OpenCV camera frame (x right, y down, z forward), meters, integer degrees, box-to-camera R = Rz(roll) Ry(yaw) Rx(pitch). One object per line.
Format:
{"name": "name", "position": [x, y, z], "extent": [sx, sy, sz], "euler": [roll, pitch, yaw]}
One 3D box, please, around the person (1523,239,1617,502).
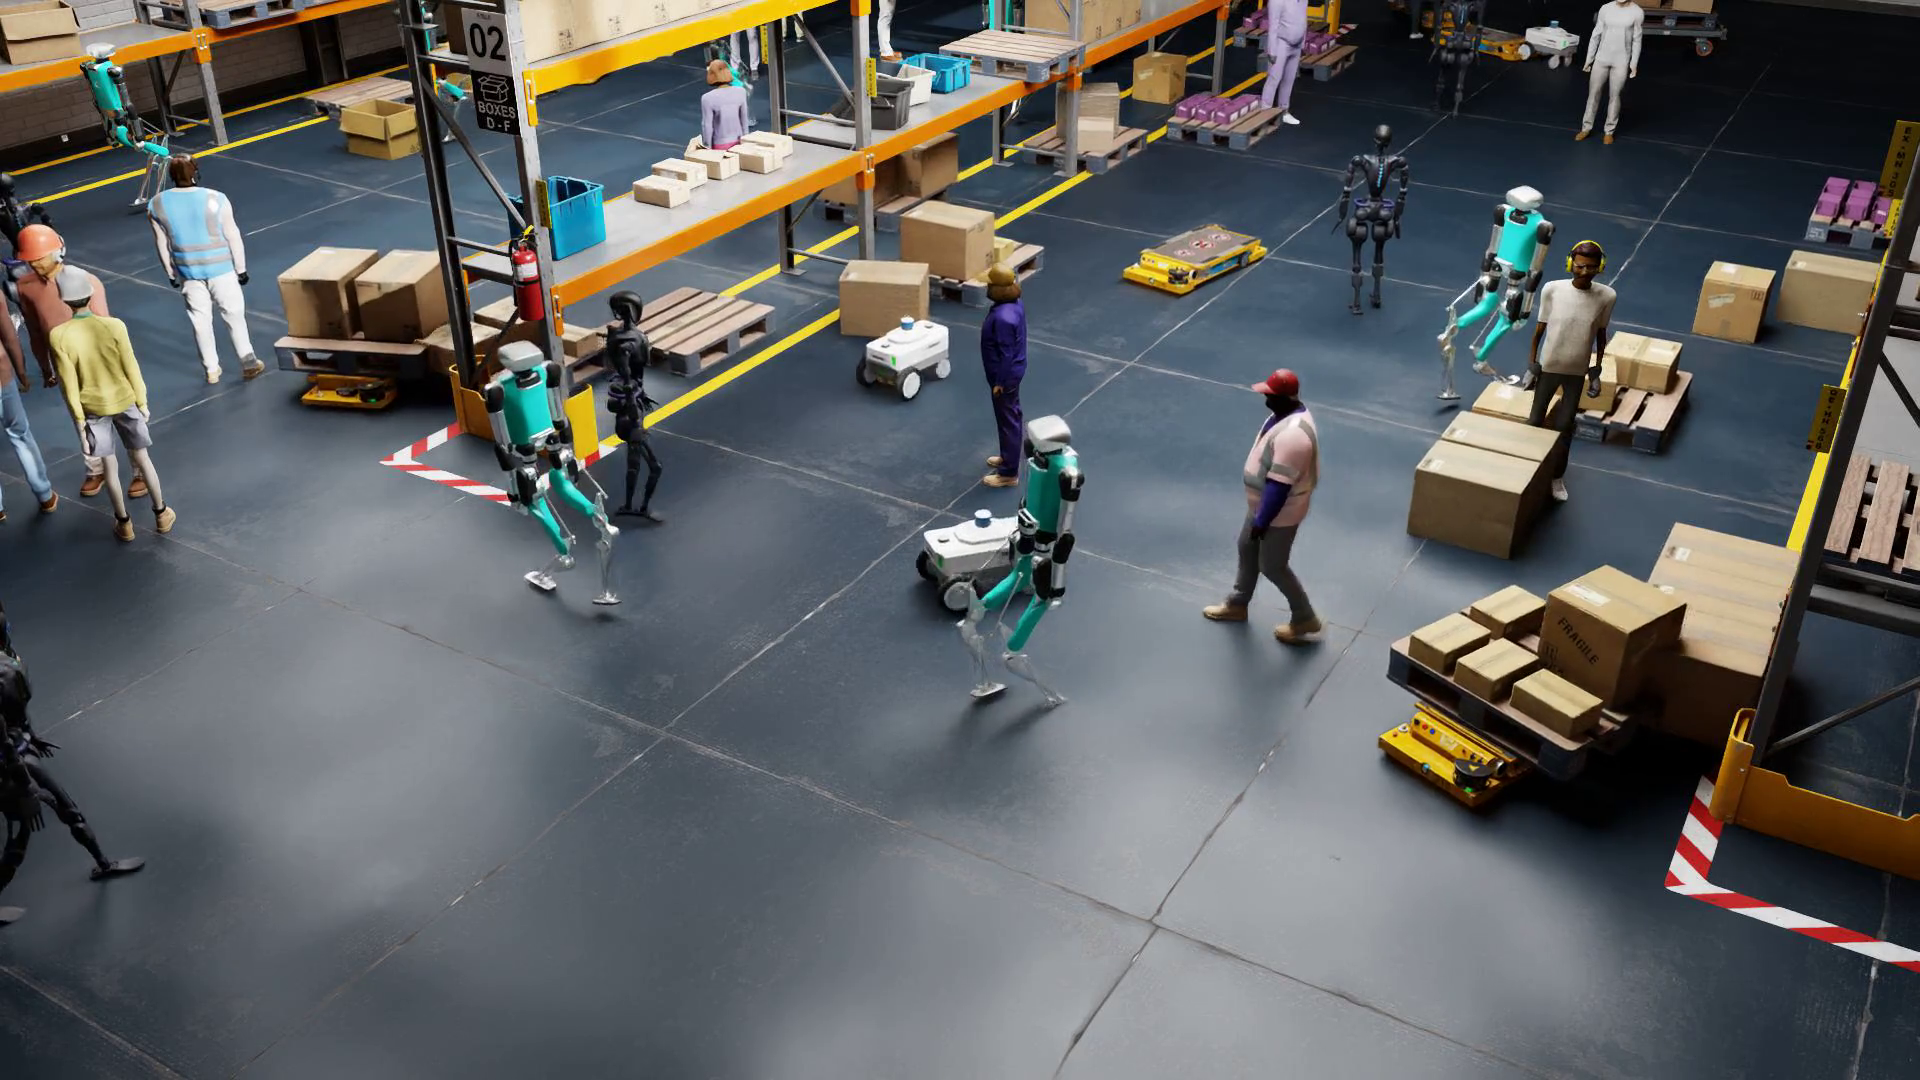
{"name": "person", "position": [4.123, -1.147, 11.344], "extent": [0.512, 1.873, 0.329], "euler": [6, 30, 10]}

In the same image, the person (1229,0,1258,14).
{"name": "person", "position": [4.406, -8.853, 25.133], "extent": [0.807, 1.718, 0.559], "euler": [-10, 31, -17]}

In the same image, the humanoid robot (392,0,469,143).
{"name": "humanoid robot", "position": [-5.940, -5.349, 18.938], "extent": [0.540, 1.779, 0.792], "euler": [14, 32, 24]}

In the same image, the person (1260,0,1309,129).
{"name": "person", "position": [3.856, -5.797, 19.555], "extent": [0.658, 1.895, 0.400], "euler": [-25, 38, -37]}

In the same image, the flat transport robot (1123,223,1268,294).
{"name": "flat transport robot", "position": [2.228, -2.653, 15.635], "extent": [0.659, 0.231, 1.431], "euler": [24, 37, 36]}

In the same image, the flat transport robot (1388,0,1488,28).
{"name": "flat transport robot", "position": [7.102, -7.925, 24.961], "extent": [0.659, 0.231, 1.431], "euler": [-3, 30, -5]}

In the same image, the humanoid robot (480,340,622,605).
{"name": "humanoid robot", "position": [-2.383, -0.300, 10.028], "extent": [1.029, 1.765, 0.541], "euler": [22, 36, 34]}

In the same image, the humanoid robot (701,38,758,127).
{"name": "humanoid robot", "position": [-2.655, -5.635, 19.406], "extent": [0.885, 1.765, 0.592], "euler": [4, 30, 6]}

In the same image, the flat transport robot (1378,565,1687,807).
{"name": "flat transport robot", "position": [3.054, 0.993, 9.184], "extent": [1.431, 0.231, 0.659], "euler": [-19, 35, -30]}

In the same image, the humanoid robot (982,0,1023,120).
{"name": "humanoid robot", "position": [0.605, -5.857, 19.676], "extent": [0.533, 1.676, 0.735], "euler": [17, 34, 27]}

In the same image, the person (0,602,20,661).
{"name": "person", "position": [-5.761, -0.062, 9.330], "extent": [0.605, 1.965, 0.368], "euler": [-1, 30, -3]}

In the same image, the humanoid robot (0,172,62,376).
{"name": "humanoid robot", "position": [-7.432, -2.111, 13.248], "extent": [0.584, 1.658, 0.343], "euler": [-26, 39, -38]}

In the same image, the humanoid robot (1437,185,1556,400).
{"name": "humanoid robot", "position": [4.005, -1.785, 12.638], "extent": [1.049, 1.754, 0.554], "euler": [-17, 34, -27]}

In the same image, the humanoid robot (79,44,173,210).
{"name": "humanoid robot", "position": [-8.263, -4.183, 16.713], "extent": [0.533, 1.677, 0.735], "euler": [15, 33, 24]}

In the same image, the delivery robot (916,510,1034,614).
{"name": "delivery robot", "position": [0.121, 0.108, 10.480], "extent": [0.815, 0.614, 0.499], "euler": [-9, 31, -16]}

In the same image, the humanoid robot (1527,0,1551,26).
{"name": "humanoid robot", "position": [8.529, -8.399, 24.361], "extent": [0.610, 1.650, 0.360], "euler": [5, 30, 8]}

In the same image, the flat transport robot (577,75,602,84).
{"name": "flat transport robot", "position": [-5.426, -6.189, 21.891], "extent": [1.431, 0.231, 0.659], "euler": [3, 30, 5]}

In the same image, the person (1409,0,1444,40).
{"name": "person", "position": [6.667, -8.041, 23.582], "extent": [0.588, 1.827, 0.493], "euler": [17, 33, 27]}

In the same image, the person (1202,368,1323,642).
{"name": "person", "position": [1.872, -0.194, 9.804], "extent": [0.693, 1.732, 0.629], "euler": [1, 30, 2]}

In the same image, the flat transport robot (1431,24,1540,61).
{"name": "flat transport robot", "position": [7.370, -6.966, 23.265], "extent": [0.659, 0.231, 1.431], "euler": [-20, 35, -31]}

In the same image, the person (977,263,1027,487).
{"name": "person", "position": [0.285, -1.159, 11.612], "extent": [0.351, 1.622, 0.464], "euler": [4, 30, 7]}

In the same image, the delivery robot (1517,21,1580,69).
{"name": "delivery robot", "position": [7.982, -6.726, 22.568], "extent": [0.525, 0.614, 0.785], "euler": [-18, 34, -29]}

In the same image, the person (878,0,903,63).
{"name": "person", "position": [-0.970, -7.447, 22.421], "extent": [0.372, 1.940, 0.630], "euler": [-1, 30, -2]}

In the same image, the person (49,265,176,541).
{"name": "person", "position": [-5.543, -0.875, 10.842], "extent": [0.472, 1.895, 0.385], "euler": [-14, 33, -24]}

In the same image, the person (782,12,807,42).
{"name": "person", "position": [-2.410, -7.960, 23.514], "extent": [0.572, 1.748, 0.341], "euler": [6, 30, 10]}

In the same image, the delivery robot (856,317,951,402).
{"name": "delivery robot", "position": [-0.429, -1.465, 13.260], "extent": [0.499, 0.613, 0.816], "euler": [23, 36, 34]}

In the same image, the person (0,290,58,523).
{"name": "person", "position": [-6.575, -1.078, 11.123], "extent": [0.622, 1.980, 0.439], "euler": [-17, 34, -27]}

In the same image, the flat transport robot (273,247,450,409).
{"name": "flat transport robot", "position": [-4.700, -1.441, 13.490], "extent": [0.659, 0.231, 1.431], "euler": [4, 30, 7]}

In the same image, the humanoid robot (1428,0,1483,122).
{"name": "humanoid robot", "position": [5.970, -5.920, 20.011], "extent": [0.600, 1.625, 0.735], "euler": [3, 30, 5]}

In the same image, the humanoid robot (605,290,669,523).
{"name": "humanoid robot", "position": [-2.171, -0.894, 11.099], "extent": [0.429, 1.646, 0.595], "euler": [-3, 30, -6]}

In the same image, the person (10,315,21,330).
{"name": "person", "position": [-8.178, -2.286, 13.541], "extent": [0.754, 1.705, 0.900], "euler": [10, 31, 18]}

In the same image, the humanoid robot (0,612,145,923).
{"name": "humanoid robot", "position": [-4.397, 1.034, 7.731], "extent": [0.779, 1.628, 0.610], "euler": [-14, 32, -23]}

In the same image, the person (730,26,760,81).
{"name": "person", "position": [-2.820, -6.955, 21.538], "extent": [0.489, 1.952, 0.421], "euler": [4, 30, 6]}

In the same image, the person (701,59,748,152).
{"name": "person", "position": [-2.327, -3.949, 16.550], "extent": [0.503, 1.628, 0.280], "euler": [-18, 34, -29]}

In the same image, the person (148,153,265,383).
{"name": "person", "position": [-5.943, -2.132, 13.115], "extent": [0.623, 1.843, 0.431], "euler": [-5, 30, -9]}

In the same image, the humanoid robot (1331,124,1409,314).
{"name": "humanoid robot", "position": [3.553, -2.810, 14.477], "extent": [0.603, 1.657, 0.414], "euler": [2, 30, 3]}

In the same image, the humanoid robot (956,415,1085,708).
{"name": "humanoid robot", "position": [0.253, 0.206, 9.104], "extent": [0.843, 1.795, 0.539], "euler": [-12, 32, -20]}

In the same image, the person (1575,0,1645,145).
{"name": "person", "position": [7.447, -5.480, 18.985], "extent": [0.575, 1.894, 0.375], "euler": [16, 33, 26]}

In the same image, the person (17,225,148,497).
{"name": "person", "position": [-6.010, -1.201, 11.333], "extent": [0.612, 1.985, 0.417], "euler": [2, 30, 3]}
